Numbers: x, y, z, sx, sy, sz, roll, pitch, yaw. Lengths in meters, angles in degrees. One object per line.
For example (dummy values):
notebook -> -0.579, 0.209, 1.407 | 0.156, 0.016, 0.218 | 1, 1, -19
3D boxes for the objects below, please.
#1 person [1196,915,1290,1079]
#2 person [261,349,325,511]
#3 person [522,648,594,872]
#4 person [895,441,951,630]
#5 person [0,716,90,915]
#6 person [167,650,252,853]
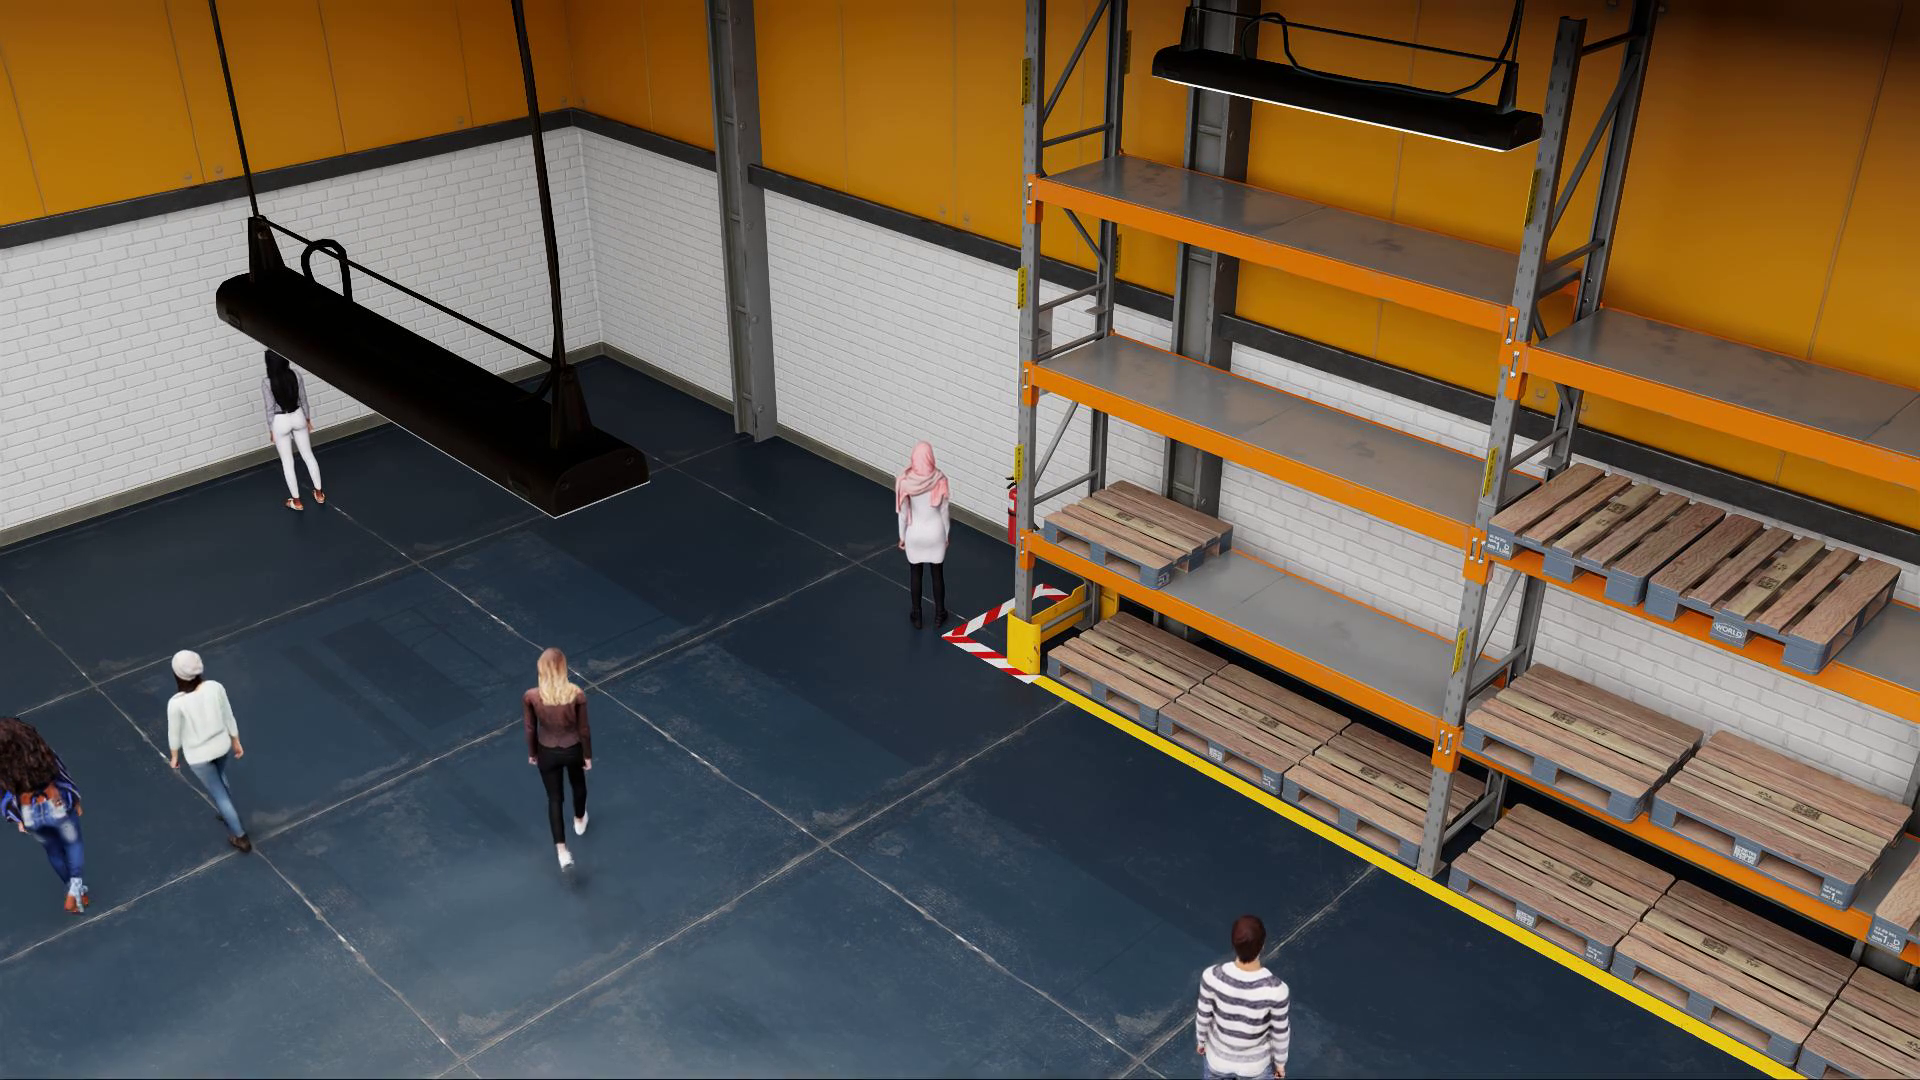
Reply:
person -> 1.528, 2.875, 9.199 | 0.754, 1.844, 0.863 | 11, 31, 20
person -> -6.724, -1.139, 16.682 | 0.592, 1.724, 0.492 | -25, 37, -38
person -> -2.829, 1.568, 11.771 | 1.004, 1.675, 1.153 | -5, 29, -9
person -> -0.308, -0.041, 14.587 | 0.723, 1.803, 0.783 | 0, 29, 0
person -> -6.171, 1.904, 11.229 | 0.787, 1.604, 0.884 | -10, 30, -18
person -> -5.320, 1.533, 11.887 | 0.818, 1.625, 0.660 | 18, 34, 30
